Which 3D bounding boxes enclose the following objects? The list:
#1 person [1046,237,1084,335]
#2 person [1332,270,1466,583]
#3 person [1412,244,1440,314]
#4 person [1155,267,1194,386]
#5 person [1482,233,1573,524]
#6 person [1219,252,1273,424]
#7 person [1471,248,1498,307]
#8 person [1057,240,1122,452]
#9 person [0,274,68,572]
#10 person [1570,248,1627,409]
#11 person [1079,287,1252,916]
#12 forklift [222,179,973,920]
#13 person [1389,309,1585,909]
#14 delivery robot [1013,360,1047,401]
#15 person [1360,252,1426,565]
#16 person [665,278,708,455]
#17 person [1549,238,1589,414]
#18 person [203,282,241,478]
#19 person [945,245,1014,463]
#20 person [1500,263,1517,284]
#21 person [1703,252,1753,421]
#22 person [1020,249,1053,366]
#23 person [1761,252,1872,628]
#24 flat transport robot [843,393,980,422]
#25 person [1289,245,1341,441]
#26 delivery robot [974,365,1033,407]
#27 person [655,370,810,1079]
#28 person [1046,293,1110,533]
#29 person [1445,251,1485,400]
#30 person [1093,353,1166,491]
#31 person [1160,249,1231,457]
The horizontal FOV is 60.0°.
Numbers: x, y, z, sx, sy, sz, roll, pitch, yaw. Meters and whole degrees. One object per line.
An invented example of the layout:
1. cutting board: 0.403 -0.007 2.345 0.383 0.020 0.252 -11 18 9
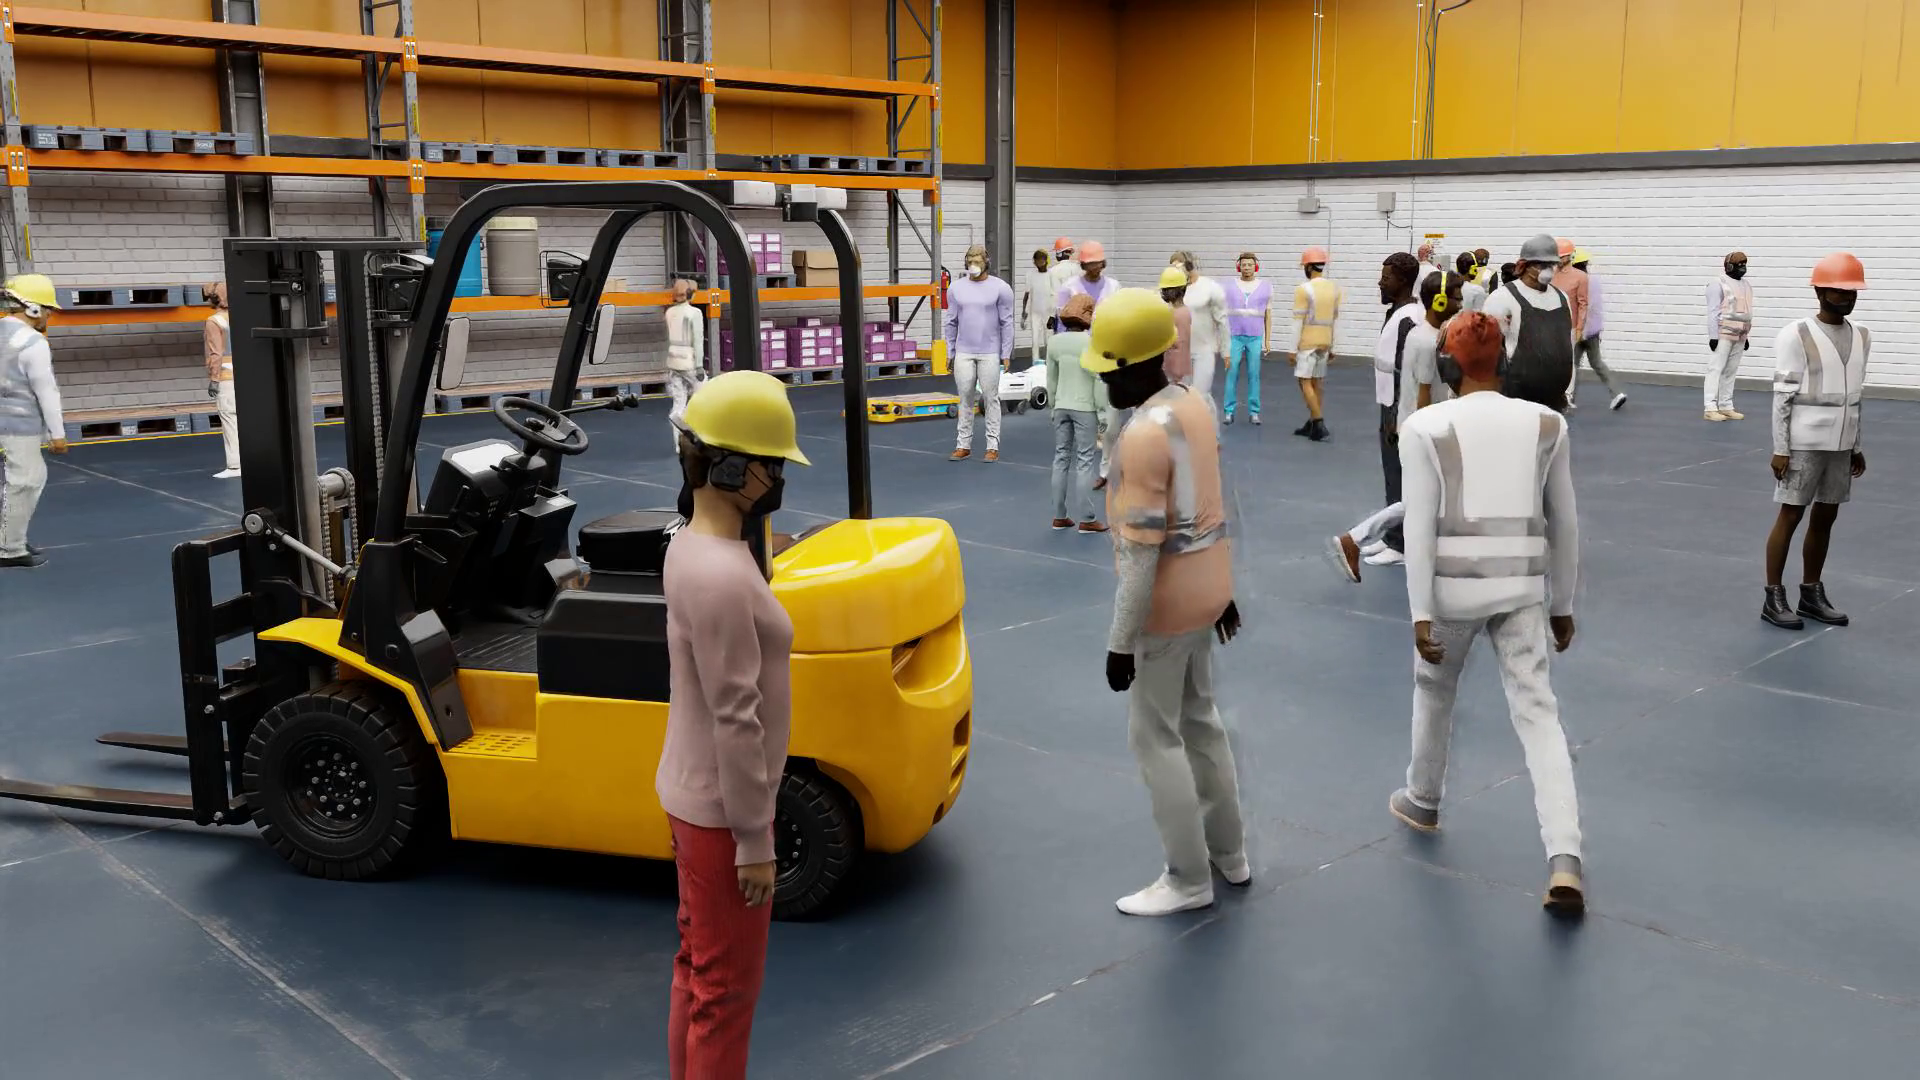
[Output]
1. person: 1.371 -2.975 21.886 0.609 1.996 0.383 -10 14 -43
2. person: 2.512 -0.577 9.266 0.696 1.842 0.511 2 11 9
3. person: 6.103 -2.932 21.897 0.402 1.911 0.638 -7 13 -34
4. person: 1.753 -1.349 13.671 0.328 1.765 0.539 0 10 -1
5. person: 3.909 -1.061 11.331 0.679 2.000 0.537 -4 11 -22
6. person: 3.066 -2.164 17.874 0.567 1.846 0.389 1 10 6
7. person: 7.260 -3.151 23.286 0.624 1.840 0.429 10 14 43
8. person: 1.226 -1.860 15.862 0.651 1.997 0.950 -1 10 -7
9. person: -5.640 -0.698 10.027 0.622 1.794 0.490 8 13 36
10. person: 7.351 -2.442 19.361 0.699 1.935 0.610 9 14 41
11. person: 0.640 0.190 4.964 0.482 1.876 0.730 5 11 24
12. forklift: -1.114 -0.058 5.440 2.313 2.155 1.214 2 11 13
13. person: 1.691 0.186 5.219 0.601 1.809 1.121 -1 10 -5
14. delivery robot: 0.953 -1.878 19.586 0.707 0.478 0.477 -9 14 -41
15. person: 2.709 -0.804 10.268 0.392 1.917 0.593 1 10 7
16. person: -2.510 -1.591 15.335 0.544 1.623 0.375 9 14 41
17. person: 6.826 -2.431 18.953 0.392 1.986 0.610 -9 14 -40
18. person: -6.123 -1.334 13.916 0.310 1.638 0.522 1 10 4
19. person: 0.162 -1.656 14.855 0.637 1.936 0.355 4 11 19
20. person: 6.657 -2.506 20.160 0.320 1.692 0.531 2 11 10
21. person: 8.445 -2.230 18.246 0.621 1.845 0.429 -6 12 -30
22. person: 1.145 -3.137 23.204 0.580 1.836 0.561 1 10 4
23. person: 4.447 -0.504 8.574 0.553 1.935 0.365 -3 11 -16
24. flat transport robot: -0.523 -1.476 18.424 1.431 0.197 0.652 -9 13 -39
25. person: 3.509 -1.944 16.505 0.551 1.944 0.573 -6 12 -29
26. delivery robot: 0.462 -1.733 18.793 0.707 0.478 0.477 -5 11 -24
27. person: -0.451 0.539 3.375 0.321 1.761 0.522 -3 11 -16
28. person: 0.805 -0.865 11.370 0.498 1.633 0.283 10 14 43
29. person: 4.854 -1.850 16.098 0.327 1.871 0.514 -8 13 -37
30. person: 1.316 -1.143 12.937 0.637 1.622 0.386 5 12 27
31. person: 2.122 -1.682 15.122 0.643 1.894 0.526 8 13 37
